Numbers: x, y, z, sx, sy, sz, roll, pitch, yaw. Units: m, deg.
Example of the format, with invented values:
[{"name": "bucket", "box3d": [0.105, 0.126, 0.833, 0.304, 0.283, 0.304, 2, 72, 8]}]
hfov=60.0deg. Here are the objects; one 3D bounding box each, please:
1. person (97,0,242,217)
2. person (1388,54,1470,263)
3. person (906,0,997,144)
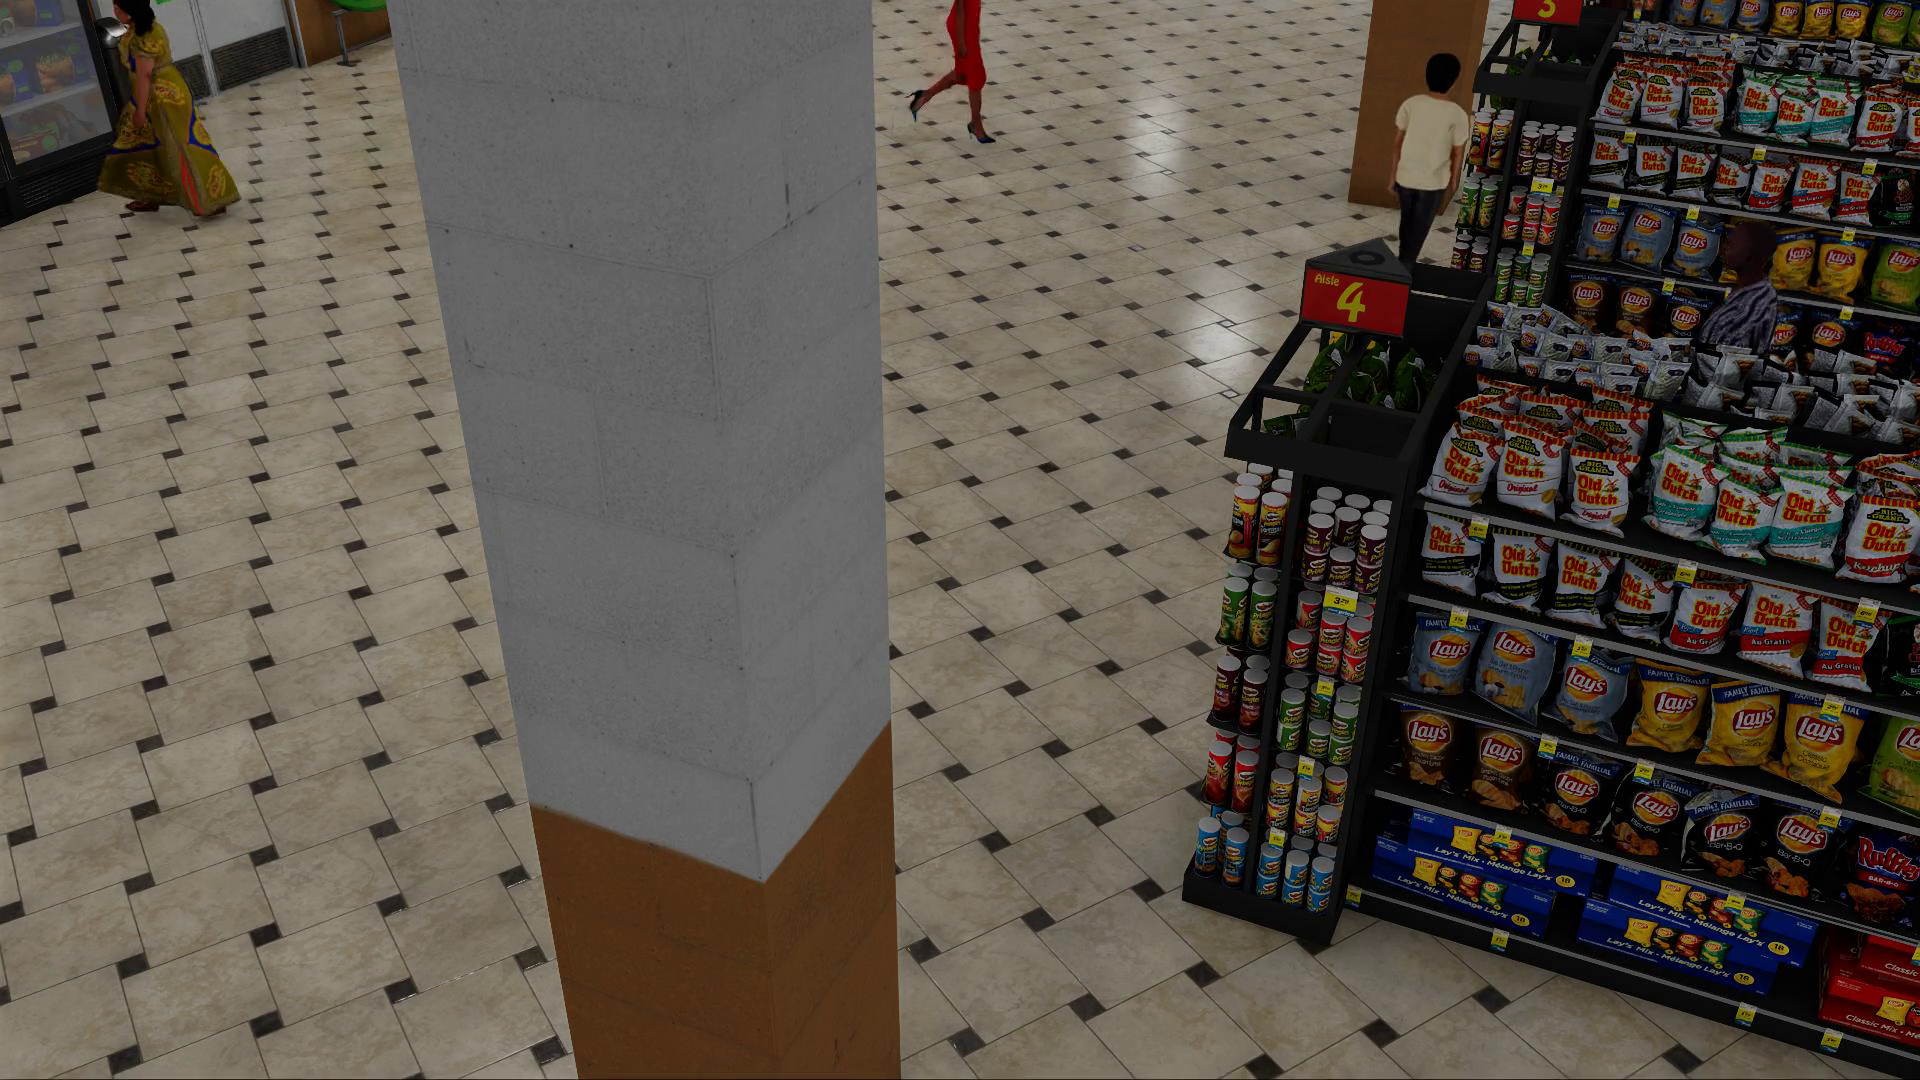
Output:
[{"name": "person", "box3d": [-5.489, -3.057, 11.660, 1.252, 1.635, 1.223, -14, 35, -21]}, {"name": "person", "box3d": [2.835, -2.185, 10.321, 0.817, 1.569, 0.763, 22, 38, 31]}, {"name": "person", "box3d": [-0.036, -3.966, 13.039, 1.025, 1.721, 0.738, 6, 32, 10]}]
